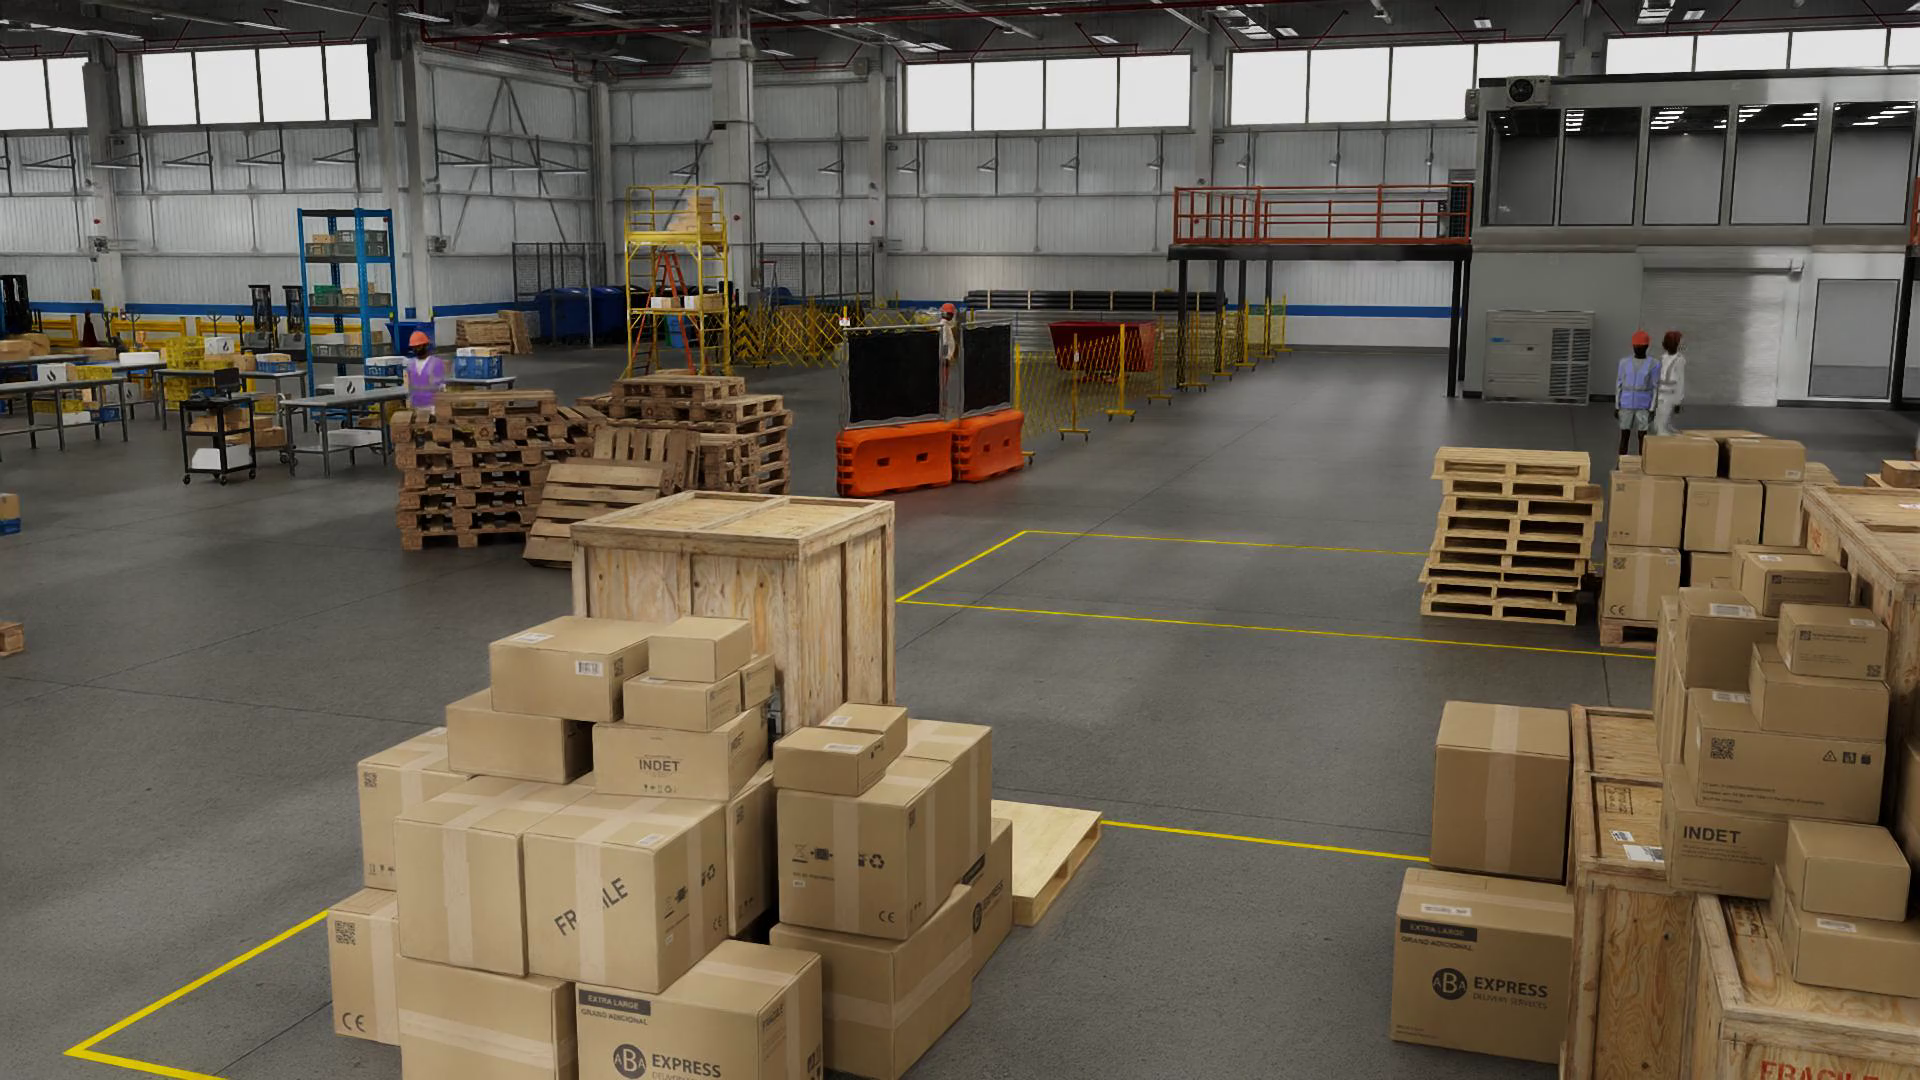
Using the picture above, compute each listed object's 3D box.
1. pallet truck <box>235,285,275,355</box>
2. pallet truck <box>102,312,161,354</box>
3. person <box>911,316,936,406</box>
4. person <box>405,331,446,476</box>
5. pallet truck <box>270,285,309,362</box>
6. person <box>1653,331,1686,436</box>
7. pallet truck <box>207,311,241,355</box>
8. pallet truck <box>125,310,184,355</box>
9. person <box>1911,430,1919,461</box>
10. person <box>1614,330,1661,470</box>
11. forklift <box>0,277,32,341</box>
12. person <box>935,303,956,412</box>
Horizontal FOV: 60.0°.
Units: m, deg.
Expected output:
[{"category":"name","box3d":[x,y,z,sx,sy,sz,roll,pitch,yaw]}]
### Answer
[{"category":"pallet truck","box3d":[-18.327,-5.835,44.421,0.823,1.965,1.885,4,11,23]},{"category":"pallet truck","box3d":[-23.057,-5.777,46.261,0.680,1.201,1.601,3,11,19]},{"category":"person","box3d":[-0.705,-3.400,31.566,0.504,1.699,0.894,2,10,11]},{"category":"person","box3d":[-7.030,-1.780,21.804,0.564,1.916,0.454,3,10,16]},{"category":"pallet truck","box3d":[-17.147,-5.700,43.663,0.823,1.965,1.885,3,11,17]},{"category":"person","box3d":[9.789,-1.939,22.845,0.625,1.870,0.590,1,10,4]},{"category":"pallet truck","box3d":[-19.537,-5.575,44.913,0.653,1.274,1.630,3,11,19]},{"category":"pallet truck","box3d":[-22.038,-5.665,45.457,0.704,1.261,1.522,3,11,17]},{"category":"person","box3d":[10.243,-0.930,17.206,0.705,1.854,0.618,5,11,27]},{"category":"person","box3d":[8.769,-1.750,21.579,0.545,1.941,0.350,7,12,36]},{"category":"forklift","box3d":[-27.151,-6.329,46.328,1.157,1.987,2.680,3,11,17]},{"category":"person","box3d":[-0.252,-3.322,30.306,0.393,1.985,0.611,0,10,0]}]
